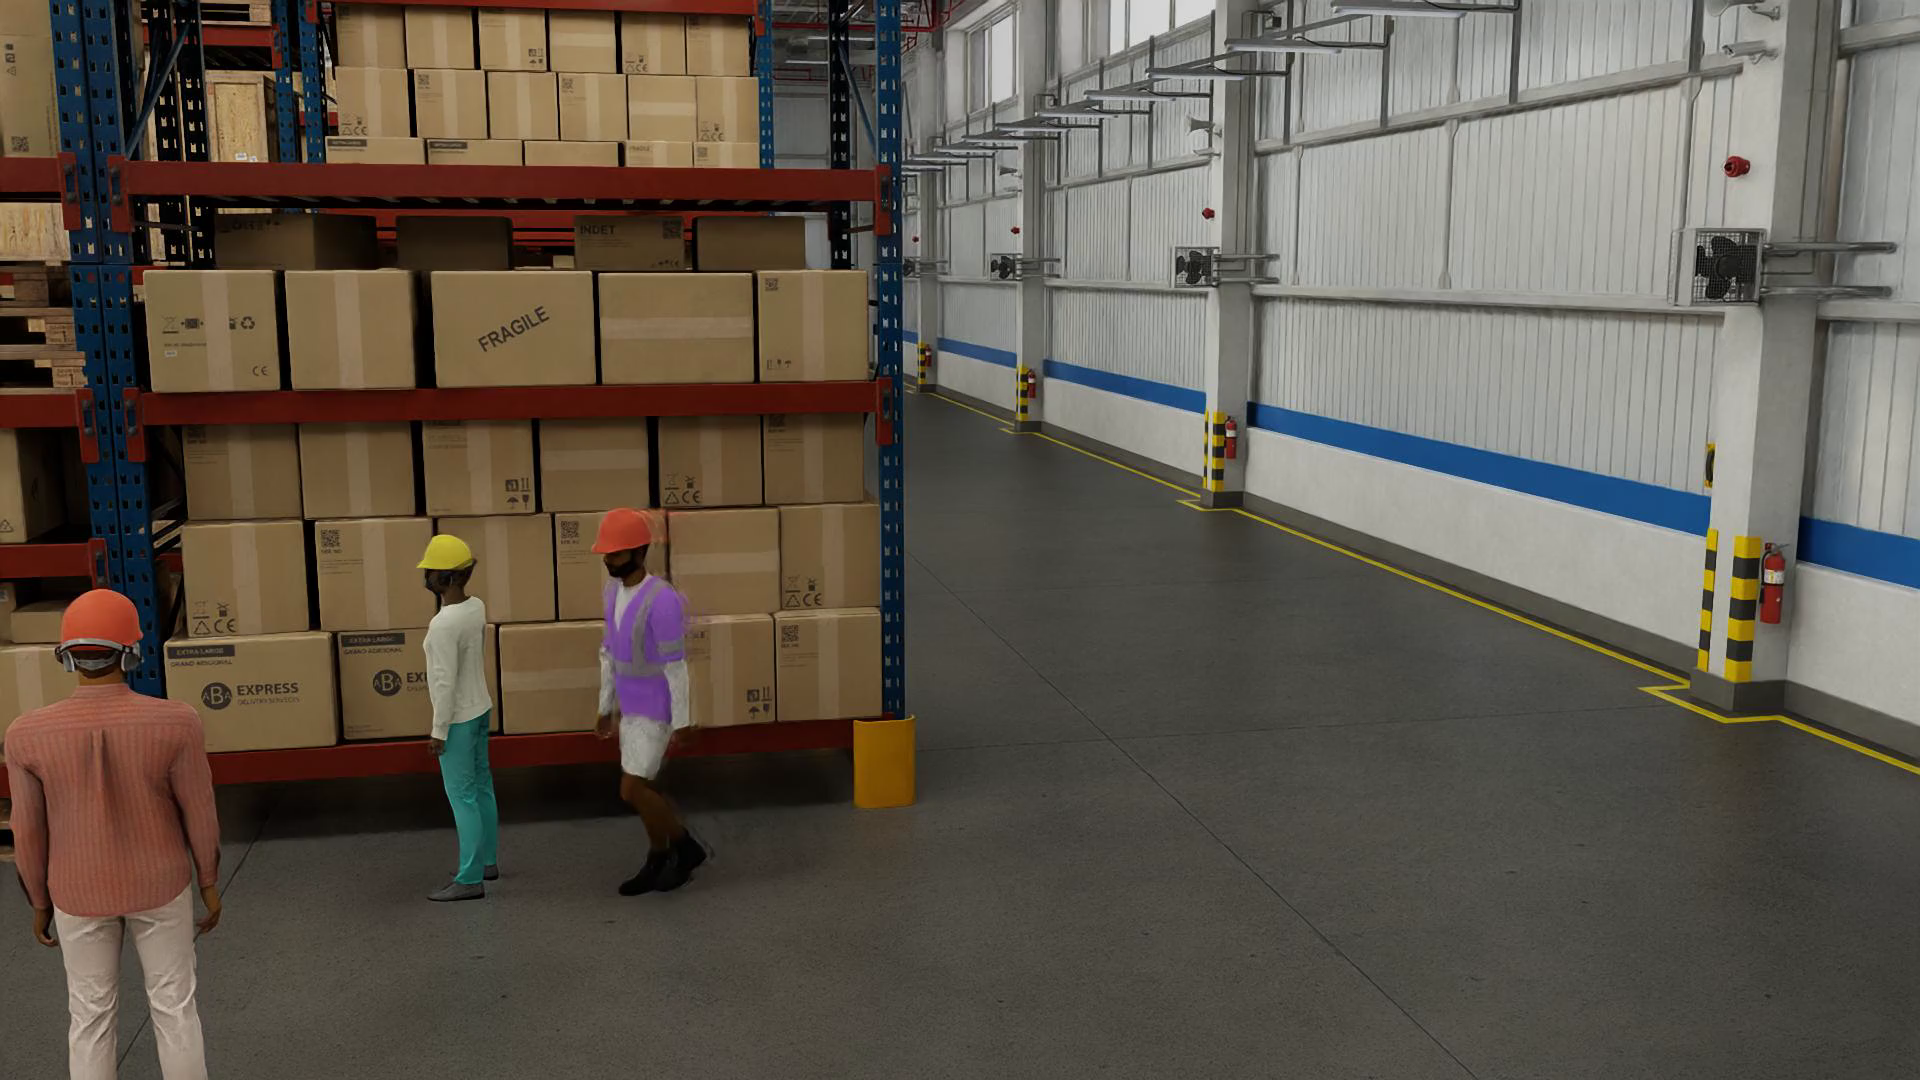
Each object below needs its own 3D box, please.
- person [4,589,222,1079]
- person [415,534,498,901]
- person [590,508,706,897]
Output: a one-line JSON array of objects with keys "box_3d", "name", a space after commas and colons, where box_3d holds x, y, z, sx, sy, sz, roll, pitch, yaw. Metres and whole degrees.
[{"box_3d": [-2.766, 1.147, 5.500, 0.612, 1.995, 0.376, -3, 10, -18], "name": "person"}, {"box_3d": [-2.423, 0.848, 8.012, 0.301, 1.772, 0.531, 0, 9, 3], "name": "person"}, {"box_3d": [-1.521, 0.791, 7.913, 0.462, 1.921, 0.544, -7, 11, -35], "name": "person"}]
